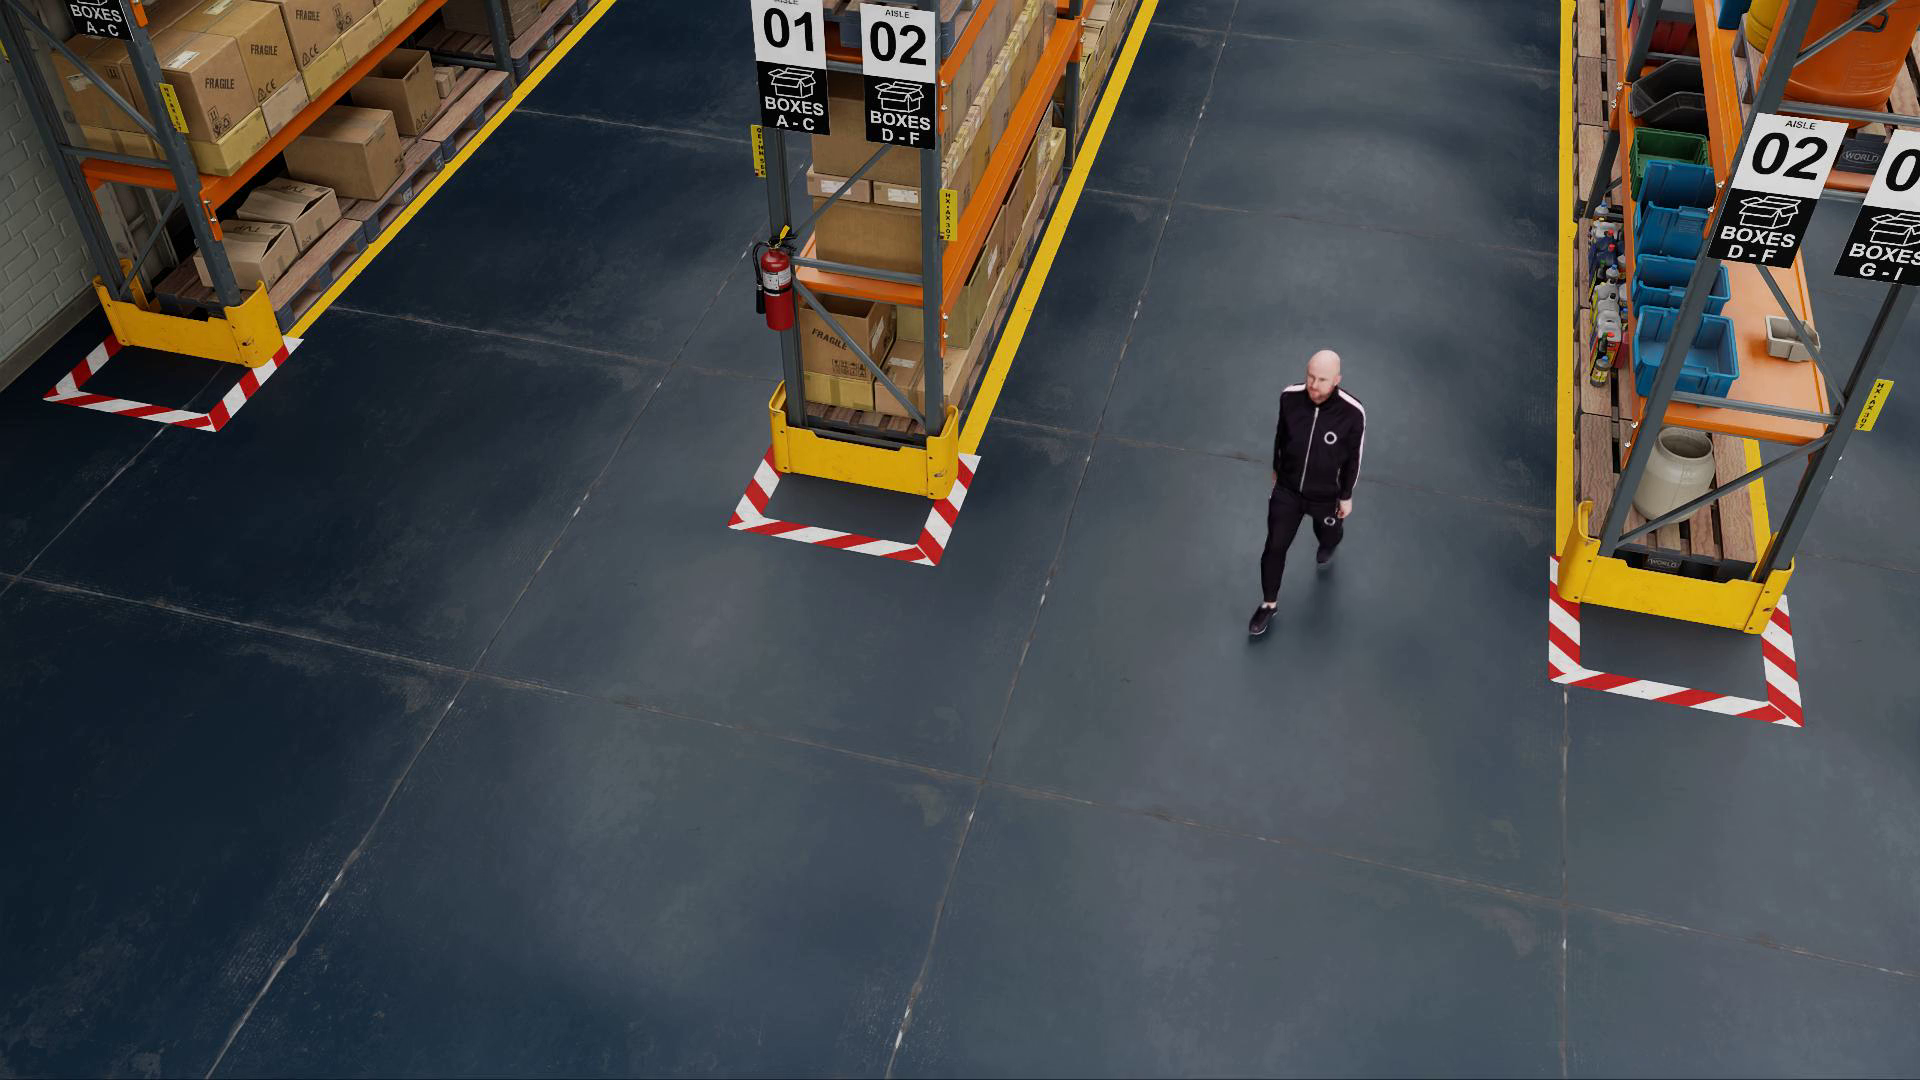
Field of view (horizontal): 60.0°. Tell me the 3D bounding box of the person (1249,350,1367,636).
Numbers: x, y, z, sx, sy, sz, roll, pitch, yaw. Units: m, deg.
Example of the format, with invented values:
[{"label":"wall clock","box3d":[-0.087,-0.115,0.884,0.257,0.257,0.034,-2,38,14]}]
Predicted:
[{"label":"person","box3d":[1.993,-0.339,9.279,0.837,1.809,1.206,19,46,19]}]
